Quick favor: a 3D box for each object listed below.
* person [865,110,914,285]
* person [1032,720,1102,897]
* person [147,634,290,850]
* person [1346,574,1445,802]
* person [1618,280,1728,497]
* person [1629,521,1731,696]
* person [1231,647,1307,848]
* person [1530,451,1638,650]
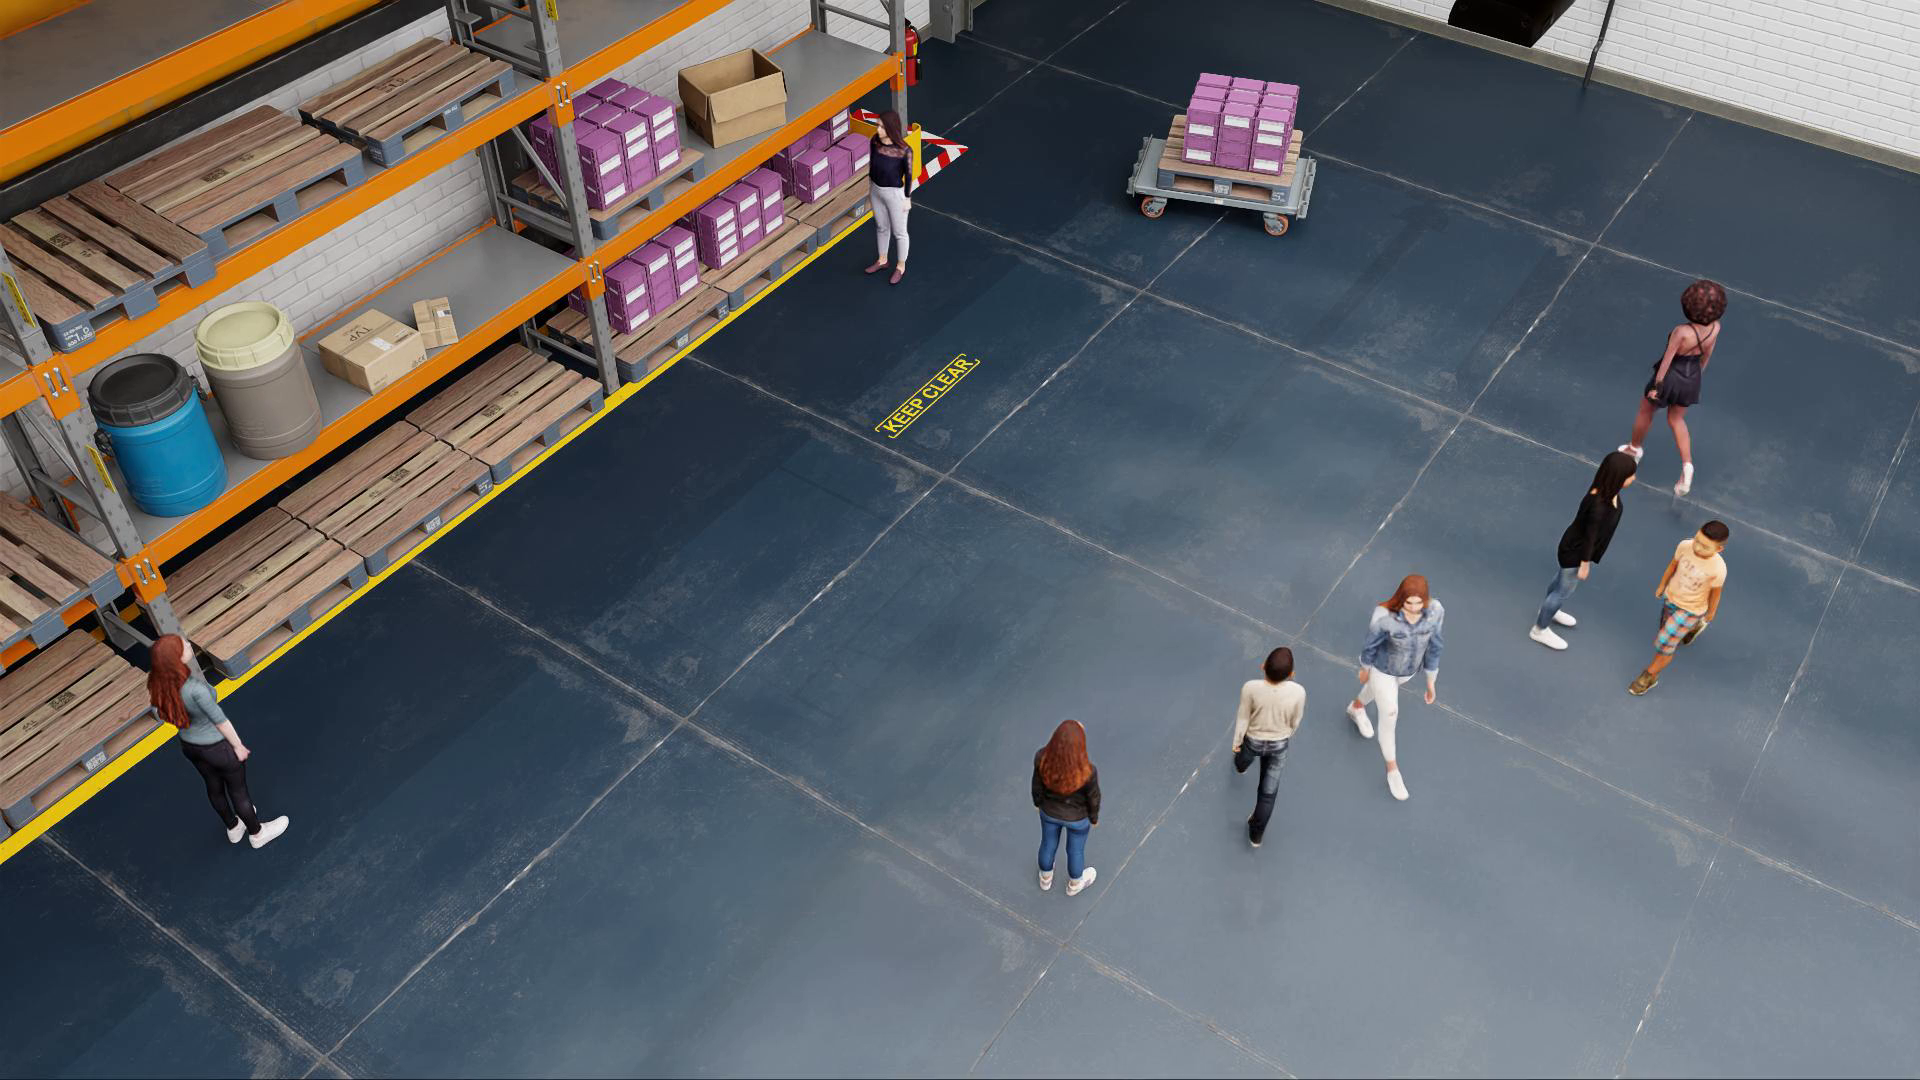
[{"bbox_3d":[-0.611,-2.950,14.260,0.598,1.607,0.534,28,50,26],"label":"person"},{"bbox_3d":[0.608,1.553,9.623,0.613,1.484,0.591,14,45,14],"label":"person"},{"bbox_3d":[-4.428,1.196,9.810,0.632,1.742,0.594,16,46,16],"label":"person"},{"bbox_3d":[2.672,0.735,10.364,1.097,1.645,1.102,-10,45,-11],"label":"person"},{"bbox_3d":[5.279,-1.081,12.182,0.997,1.767,1.024,-10,45,-10],"label":"person"},{"bbox_3d":[4.797,0.384,10.890,1.030,1.429,0.804,-21,47,-21],"label":"person"},{"bbox_3d":[1.834,1.263,9.971,0.833,1.424,1.074,6,44,6],"label":"person"},{"bbox_3d":[4.138,0.041,11.095,0.640,1.643,0.506,19,47,19],"label":"person"}]
